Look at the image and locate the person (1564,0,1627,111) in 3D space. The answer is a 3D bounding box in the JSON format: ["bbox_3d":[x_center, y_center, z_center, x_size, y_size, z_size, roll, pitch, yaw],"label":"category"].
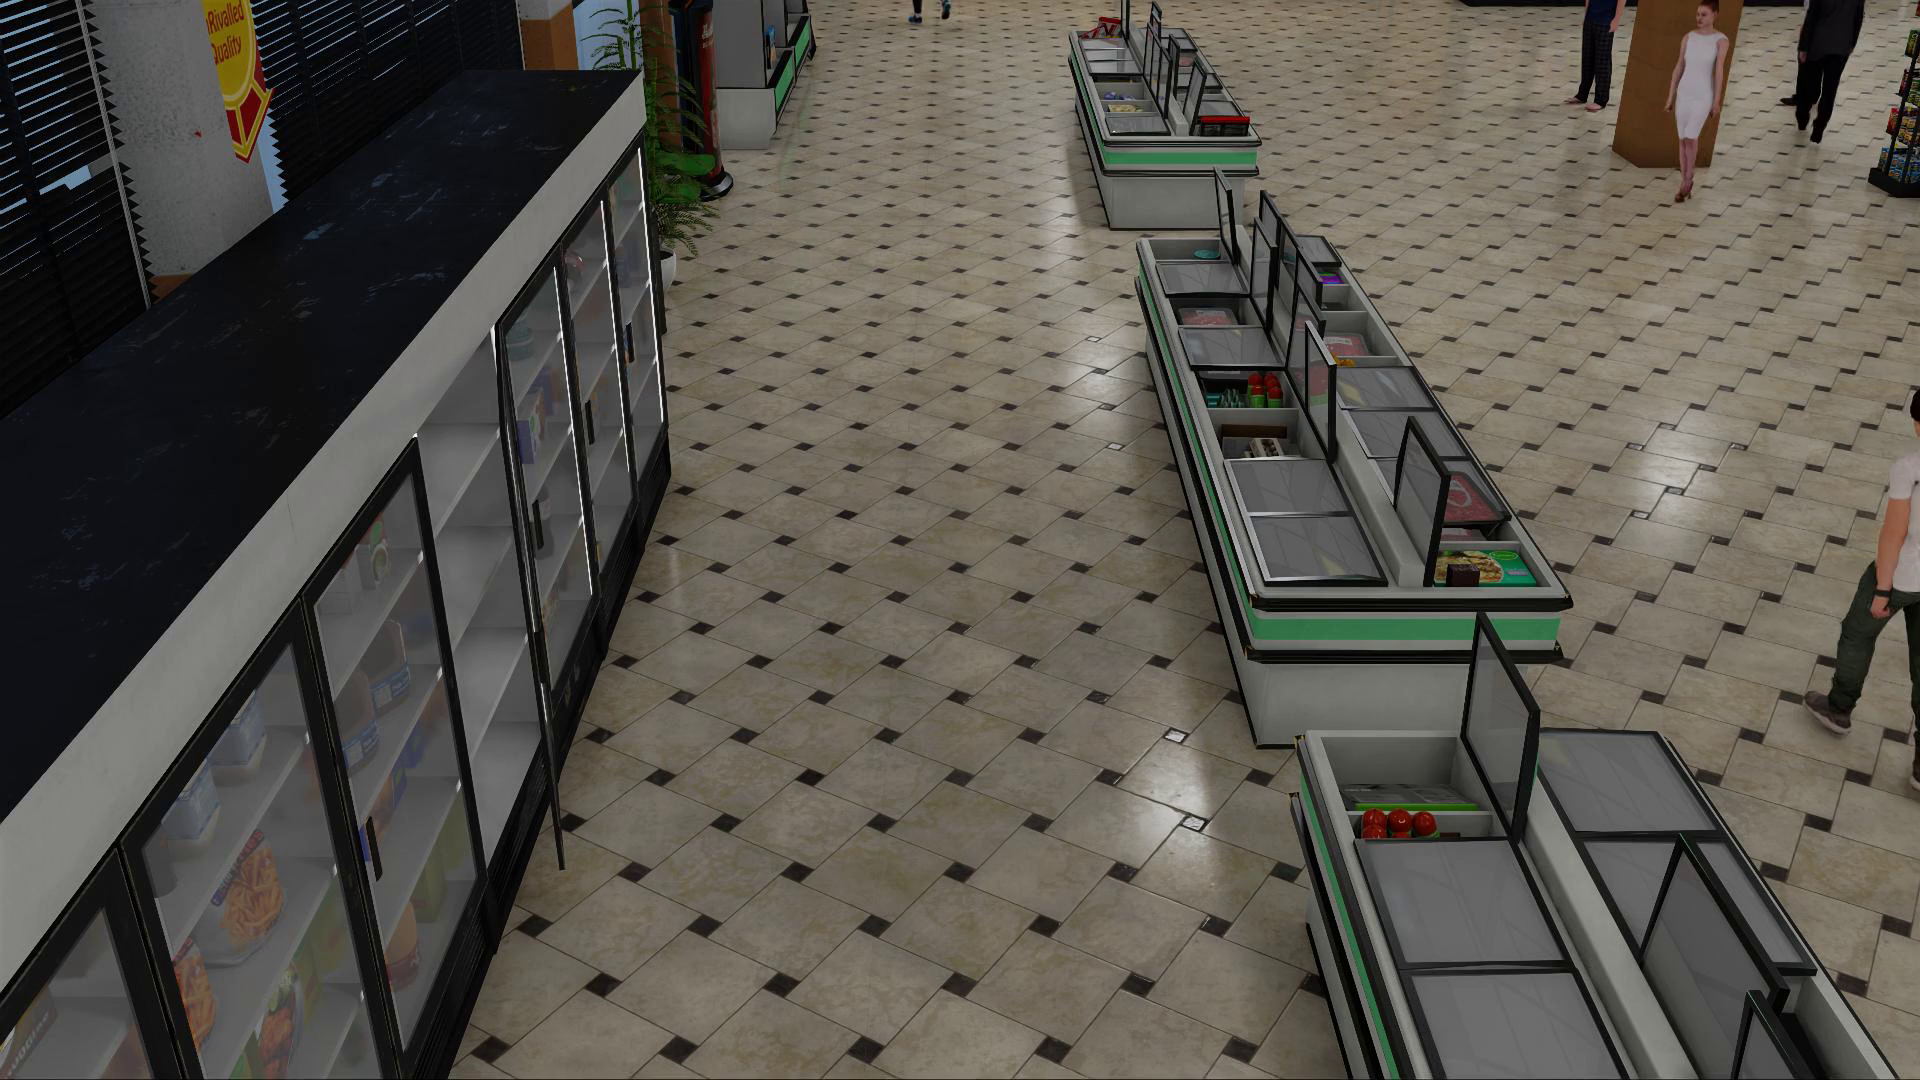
[{"bbox_3d":[6.906,-5.606,17.883,0.794,1.871,0.636,-12,29,-22],"label":"person"}]

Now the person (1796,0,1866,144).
[{"bbox_3d":[8.609,-4.846,16.464,1.073,1.797,1.350,13,30,24],"label":"person"}]

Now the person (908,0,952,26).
[{"bbox_3d":[-0.430,-7.789,22.386,1.006,1.691,1.112,-19,32,-32],"label":"person"}]

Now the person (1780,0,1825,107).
[{"bbox_3d":[9.304,-5.649,18.027,0.728,1.817,0.777,-22,34,-36],"label":"person"}]

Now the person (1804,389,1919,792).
[{"bbox_3d":[3.872,0.222,6.683,0.623,1.606,0.991,-1,27,-2],"label":"person"}]

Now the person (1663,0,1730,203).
[{"bbox_3d":[6.442,-3.824,14.463,0.783,1.784,0.714,-21,34,-35],"label":"person"}]
